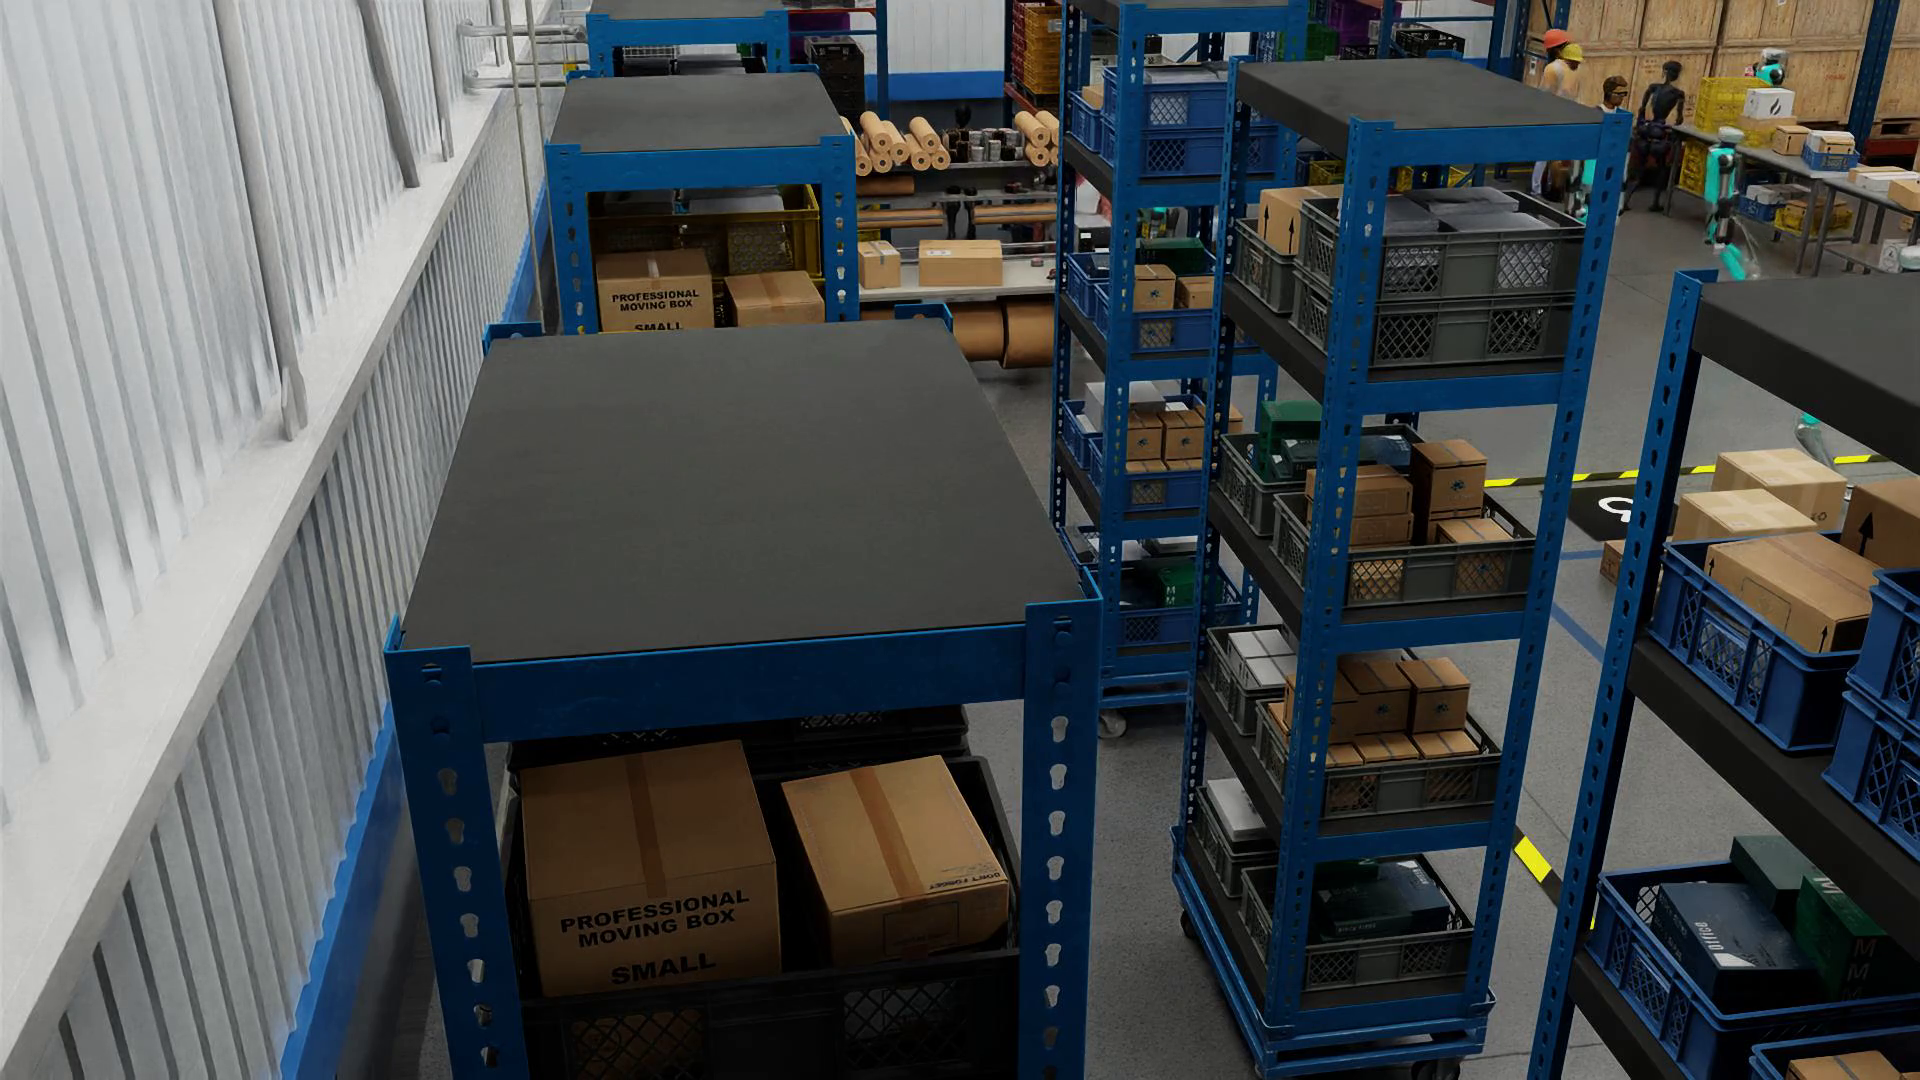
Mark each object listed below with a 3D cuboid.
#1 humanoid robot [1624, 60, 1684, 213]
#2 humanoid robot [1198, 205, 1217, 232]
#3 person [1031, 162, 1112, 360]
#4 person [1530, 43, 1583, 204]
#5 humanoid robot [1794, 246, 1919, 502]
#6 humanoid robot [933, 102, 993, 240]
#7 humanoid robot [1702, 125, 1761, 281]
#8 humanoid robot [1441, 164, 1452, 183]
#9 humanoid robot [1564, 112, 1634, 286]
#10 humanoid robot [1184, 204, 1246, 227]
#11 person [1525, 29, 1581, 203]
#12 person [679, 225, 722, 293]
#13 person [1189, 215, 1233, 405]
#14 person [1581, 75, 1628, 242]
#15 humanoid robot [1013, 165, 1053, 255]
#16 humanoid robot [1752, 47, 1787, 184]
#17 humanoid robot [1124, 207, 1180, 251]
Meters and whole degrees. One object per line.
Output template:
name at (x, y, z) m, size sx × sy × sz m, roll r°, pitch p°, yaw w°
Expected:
humanoid robot at (7.607, -4.395, 18.197) m, size 0.569 × 1.661 × 0.616 m, roll -12°, pitch 27°, yaw -25°
humanoid robot at (2.538, -3.969, 17.293) m, size 0.542 × 1.892 × 0.724 m, roll -2°, pitch 25°, yaw -5°
person at (0.926, -2.425, 13.614) m, size 0.653 × 1.905 × 0.400 m, roll 8°, pitch 26°, yaw 17°
person at (6.731, -4.667, 18.662) m, size 0.526 × 1.759 × 0.337 m, roll -14°, pitch 28°, yaw -27°
humanoid robot at (5.774, -1.102, 10.782) m, size 0.735 × 1.673 × 0.533 m, roll 14°, pitch 28°, yaw 28°
humanoid robot at (0.026, -3.354, 15.949) m, size 0.586 × 1.641 × 0.700 m, roll 1°, pitch 25°, yaw 3°
humanoid robot at (6.776, -2.649, 14.324) m, size 0.877 × 1.791 × 0.549 m, roll 4°, pitch 25°, yaw 8°
humanoid robot at (5.242, -4.337, 18.057) m, size 0.584 × 1.642 × 0.401 m, roll 6°, pitch 25°, yaw 12°
humanoid robot at (5.728, -3.023, 15.149) m, size 0.570 × 1.805 × 0.697 m, roll 5°, pitch 25°, yaw 10°
humanoid robot at (2.459, -3.439, 16.081) m, size 0.601 × 1.640 × 0.444 m, roll -3°, pitch 25°, yaw -6°
person at (6.618, -4.777, 18.733) m, size 0.548 × 1.894 × 0.697 m, roll -21°, pitch 32°, yaw -37°
person at (-1.942, -2.253, 13.314) m, size 0.429 × 1.844 × 0.625 m, roll 22°, pitch 33°, yaw 39°
person at (1.666, -1.261, 11.147) m, size 0.384 × 1.852 × 0.586 m, roll -3°, pitch 25°, yaw -6°
person at (6.259, -3.618, 16.294) m, size 0.505 × 1.837 × 0.336 m, roll -20°, pitch 31°, yaw -37°
humanoid robot at (0.699, -2.532, 14.132) m, size 0.602 × 1.645 × 0.382 m, roll -9°, pitch 26°, yaw -19°
humanoid robot at (9.062, -4.486, 18.424) m, size 0.758 × 1.879 × 0.543 m, roll -1°, pitch 25°, yaw -2°
humanoid robot at (1.438, -2.447, 13.699) m, size 0.533 × 1.677 × 0.735 m, roll 22°, pitch 32°, yaw 39°
